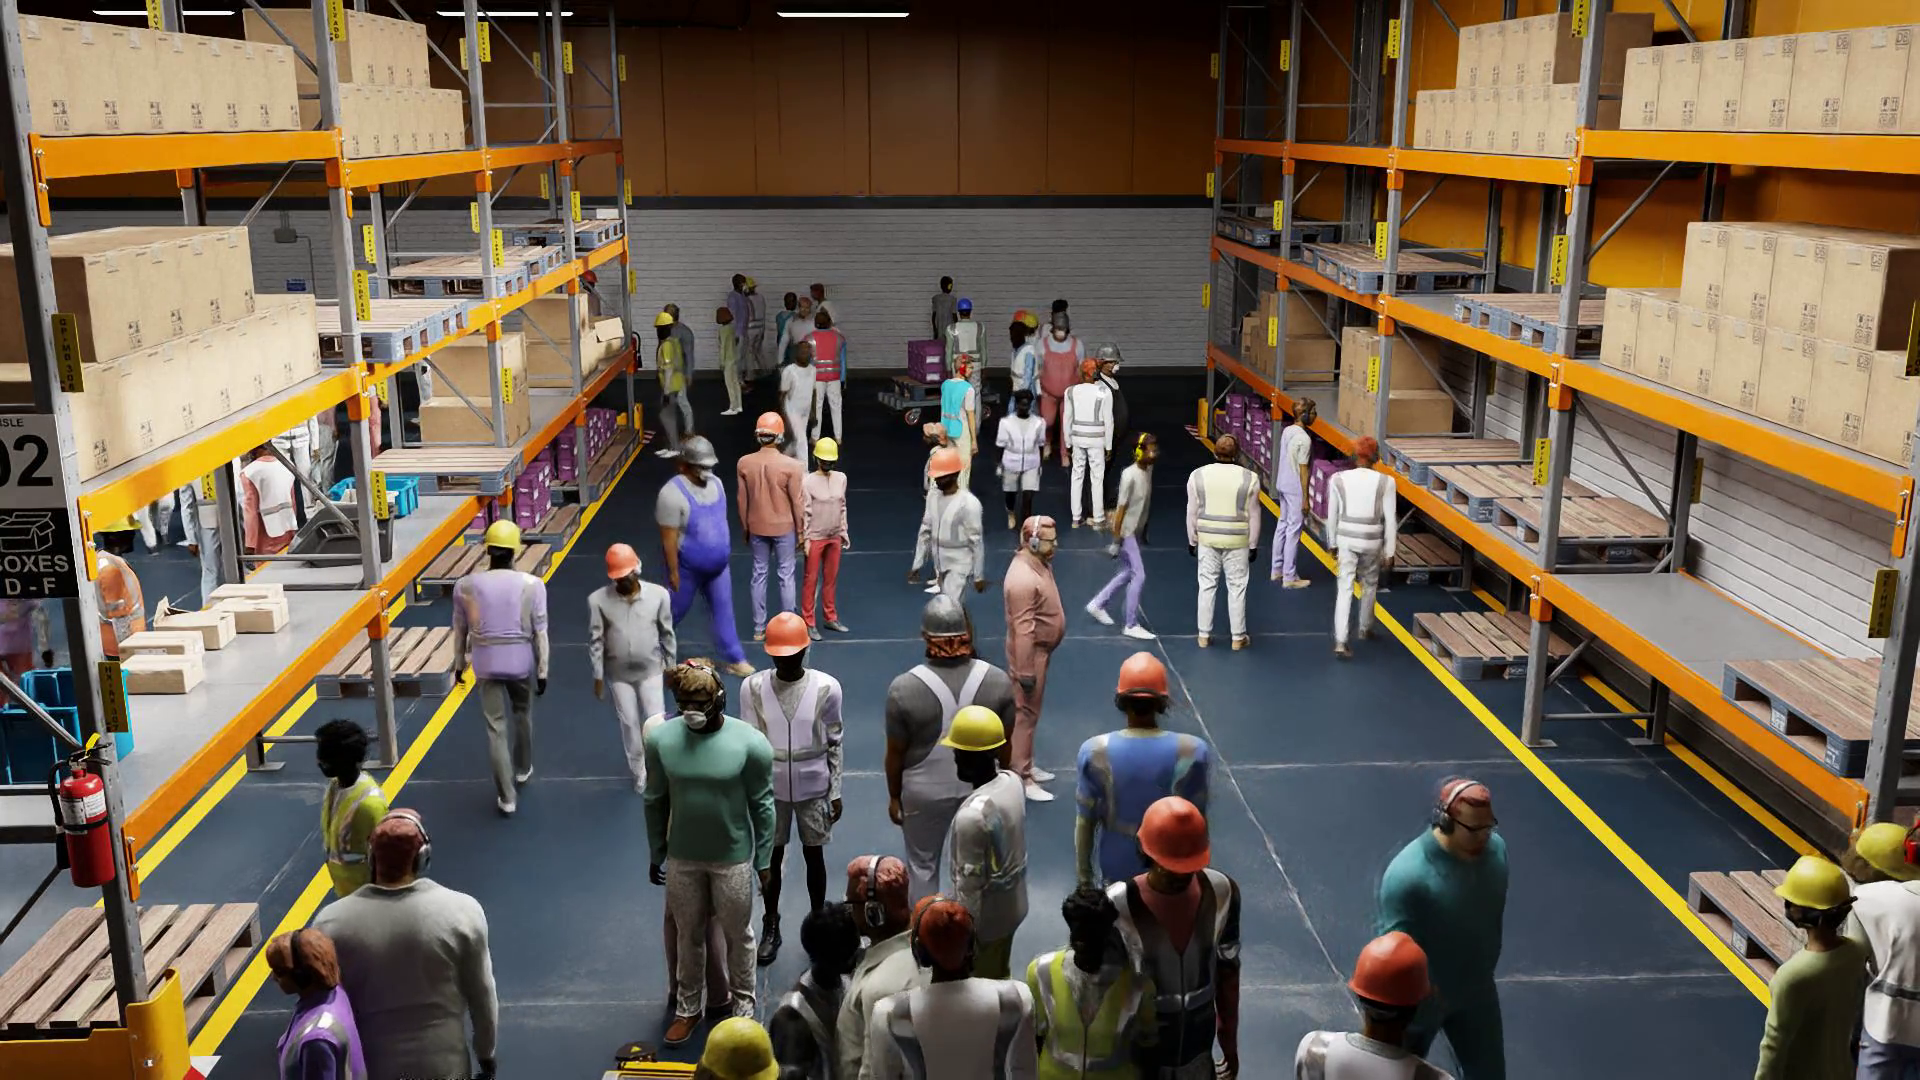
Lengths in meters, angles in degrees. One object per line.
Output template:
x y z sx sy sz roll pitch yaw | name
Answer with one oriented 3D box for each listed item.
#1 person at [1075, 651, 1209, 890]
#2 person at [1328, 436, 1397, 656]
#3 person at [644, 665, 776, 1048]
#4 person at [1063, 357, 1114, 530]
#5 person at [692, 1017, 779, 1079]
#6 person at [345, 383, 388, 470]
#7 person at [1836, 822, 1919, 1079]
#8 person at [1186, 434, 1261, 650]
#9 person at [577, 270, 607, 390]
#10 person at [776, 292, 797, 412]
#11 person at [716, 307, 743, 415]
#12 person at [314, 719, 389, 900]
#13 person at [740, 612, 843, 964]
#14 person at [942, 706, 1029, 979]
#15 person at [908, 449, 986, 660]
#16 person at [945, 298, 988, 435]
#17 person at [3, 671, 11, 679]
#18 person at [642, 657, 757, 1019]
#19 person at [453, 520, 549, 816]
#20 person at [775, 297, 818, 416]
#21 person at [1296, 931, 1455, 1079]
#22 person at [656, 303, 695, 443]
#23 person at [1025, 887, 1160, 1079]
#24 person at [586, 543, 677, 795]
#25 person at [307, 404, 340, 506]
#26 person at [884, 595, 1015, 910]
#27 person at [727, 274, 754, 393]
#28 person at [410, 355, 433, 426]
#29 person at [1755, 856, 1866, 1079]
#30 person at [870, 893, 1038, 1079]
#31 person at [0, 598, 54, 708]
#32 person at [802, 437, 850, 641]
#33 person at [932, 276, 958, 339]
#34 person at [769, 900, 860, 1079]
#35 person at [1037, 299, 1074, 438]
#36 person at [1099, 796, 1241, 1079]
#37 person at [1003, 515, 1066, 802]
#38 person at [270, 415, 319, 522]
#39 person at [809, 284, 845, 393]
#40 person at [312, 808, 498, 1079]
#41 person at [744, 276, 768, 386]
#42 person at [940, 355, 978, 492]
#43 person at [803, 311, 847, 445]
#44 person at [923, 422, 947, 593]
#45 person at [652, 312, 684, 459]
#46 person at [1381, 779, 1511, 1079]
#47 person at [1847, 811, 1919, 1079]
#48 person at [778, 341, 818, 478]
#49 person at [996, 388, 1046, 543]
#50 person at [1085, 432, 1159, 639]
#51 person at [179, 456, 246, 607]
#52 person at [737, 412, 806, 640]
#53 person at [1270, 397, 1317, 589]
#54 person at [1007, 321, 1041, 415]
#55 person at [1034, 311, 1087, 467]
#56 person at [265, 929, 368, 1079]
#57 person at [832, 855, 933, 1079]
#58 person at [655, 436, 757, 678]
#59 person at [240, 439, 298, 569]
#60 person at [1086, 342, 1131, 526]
0.851 1.523 7.768 0.639 2.024 0.640 2 14 7 | person
3.364 0.041 13.987 0.586 1.845 0.988 5 15 19 | person
-1.198 1.517 7.968 0.636 1.938 0.355 2 14 8 | person
1.405 -1.049 18.145 0.575 1.885 0.361 7 16 27 | person
-0.696 2.304 5.285 0.322 1.737 0.484 13 19 42 | person
-7.568 -1.869 21.175 0.621 1.986 0.409 4 15 15 | person
3.686 1.901 6.930 0.364 1.699 0.688 6 15 22 | person
2.226 0.016 14.055 0.624 1.845 0.430 5 15 20 | person
-6.081 -3.431 27.309 0.406 1.986 0.617 9 17 31 | person
-2.576 -2.843 25.300 0.504 1.838 0.338 10 17 33 | person
-3.518 -2.715 25.223 0.314 1.622 0.514 3 15 11 | person
-2.843 1.654 7.921 0.326 1.691 0.564 -12 18 -39 | person
-0.888 1.309 8.787 0.552 1.937 0.356 -1 14 -2 | person
0.103 1.664 7.435 0.398 1.919 0.595 6 15 21 | person
-0.152 0.227 13.091 0.851 1.898 0.551 -11 18 -37 | person
0.087 -2.433 23.466 0.602 1.943 0.394 -3 15 -10 | person
-7.912 0.262 12.969 0.588 1.901 0.711 -6 16 -23 | person
-1.325 1.484 8.276 0.564 1.848 0.388 10 17 34 | person
-3.001 0.792 10.911 0.604 1.884 0.898 -4 15 -16 | person
-2.303 -2.636 24.430 0.759 1.865 0.809 5 15 19 | person
1.335 2.179 5.393 0.544 1.930 0.388 10 17 34 | person
-3.942 -2.311 22.999 0.640 1.938 0.371 11 18 37 | person
0.504 2.066 6.327 0.544 1.686 0.468 4 15 14 | person
-2.154 0.853 10.990 0.567 1.727 0.369 -3 15 -12 | person
-7.344 -1.327 19.133 0.634 1.936 0.351 12 19 40 | person
-0.076 1.264 8.758 0.686 2.000 0.536 -4 15 -15 | person
-3.598 -3.376 27.174 0.373 1.940 0.628 2 14 7 | person
-7.874 -2.613 24.284 0.353 1.886 0.573 -9 17 -32 | person
3.172 2.033 6.300 0.525 1.760 0.341 -9 17 -32 | person
-0.017 2.102 5.817 0.614 1.869 0.425 -1 14 -6 | person
-6.548 0.670 11.405 0.609 1.892 0.835 -5 15 -18 | person
-1.160 -0.021 14.358 0.524 1.764 0.329 -14 20 -43 | person
-0.225 -3.434 27.556 0.512 1.865 0.329 9 17 31 | person
-0.504 2.103 6.165 0.348 1.685 0.539 7 16 26 | person
1.398 -2.420 23.399 0.634 1.942 0.624 13 19 41 | person
0.778 1.906 6.270 0.611 2.030 0.410 -4 15 -16 | person
0.494 0.763 10.997 0.403 1.904 0.651 2 14 7 | person
-7.277 -1.032 18.095 0.577 1.880 0.352 -6 16 -24 | person
-2.315 -3.253 26.972 0.943 1.791 0.588 -2 14 -9 | person
-2.103 1.950 6.367 0.655 1.894 0.403 -4 15 -15 | person
-3.491 -3.504 27.892 0.403 1.831 0.604 8 16 29 | person
-0.010 -1.159 18.671 0.383 1.836 0.570 -10 18 -35 | person
-1.865 -2.218 22.851 0.624 1.835 0.431 -4 15 -15 | person
-0.199 -0.309 15.756 0.316 1.632 0.526 2 14 7 | person
-3.855 -2.037 21.962 0.398 1.923 0.640 0 14 1 | person
2.043 1.870 6.739 0.659 1.856 0.966 -7 16 -26 | person
3.723 1.945 6.496 0.564 1.837 0.386 8 16 28 | person
-2.028 -1.547 20.276 0.857 1.812 0.504 12 18 38 | person
0.638 -0.816 17.661 0.530 1.673 0.751 -1 14 -3 | person
1.421 -0.067 14.421 0.715 1.834 0.534 7 16 25 | person
-6.423 -0.094 14.367 0.409 1.907 0.598 8 17 30 | person
-1.597 -0.106 14.227 0.608 1.995 0.380 4 15 16 | person
3.212 -0.453 15.916 0.352 1.837 0.502 -3 15 -13 | person
0.782 -1.844 21.242 0.466 1.902 0.627 -6 15 -22 | person
1.284 -1.948 21.366 0.692 2.000 0.538 0 14 0 | person
-2.290 2.165 6.042 0.319 1.631 0.524 -5 15 -18 | person
-0.264 2.035 6.032 0.400 1.893 0.658 2 14 8 | person
-2.147 0.094 13.348 0.973 2.000 0.684 12 18 38 | person
-5.859 -0.050 14.188 0.398 1.909 0.599 4 15 14 | person
1.620 -1.182 18.359 0.535 2.000 0.681 5 15 18 | person
